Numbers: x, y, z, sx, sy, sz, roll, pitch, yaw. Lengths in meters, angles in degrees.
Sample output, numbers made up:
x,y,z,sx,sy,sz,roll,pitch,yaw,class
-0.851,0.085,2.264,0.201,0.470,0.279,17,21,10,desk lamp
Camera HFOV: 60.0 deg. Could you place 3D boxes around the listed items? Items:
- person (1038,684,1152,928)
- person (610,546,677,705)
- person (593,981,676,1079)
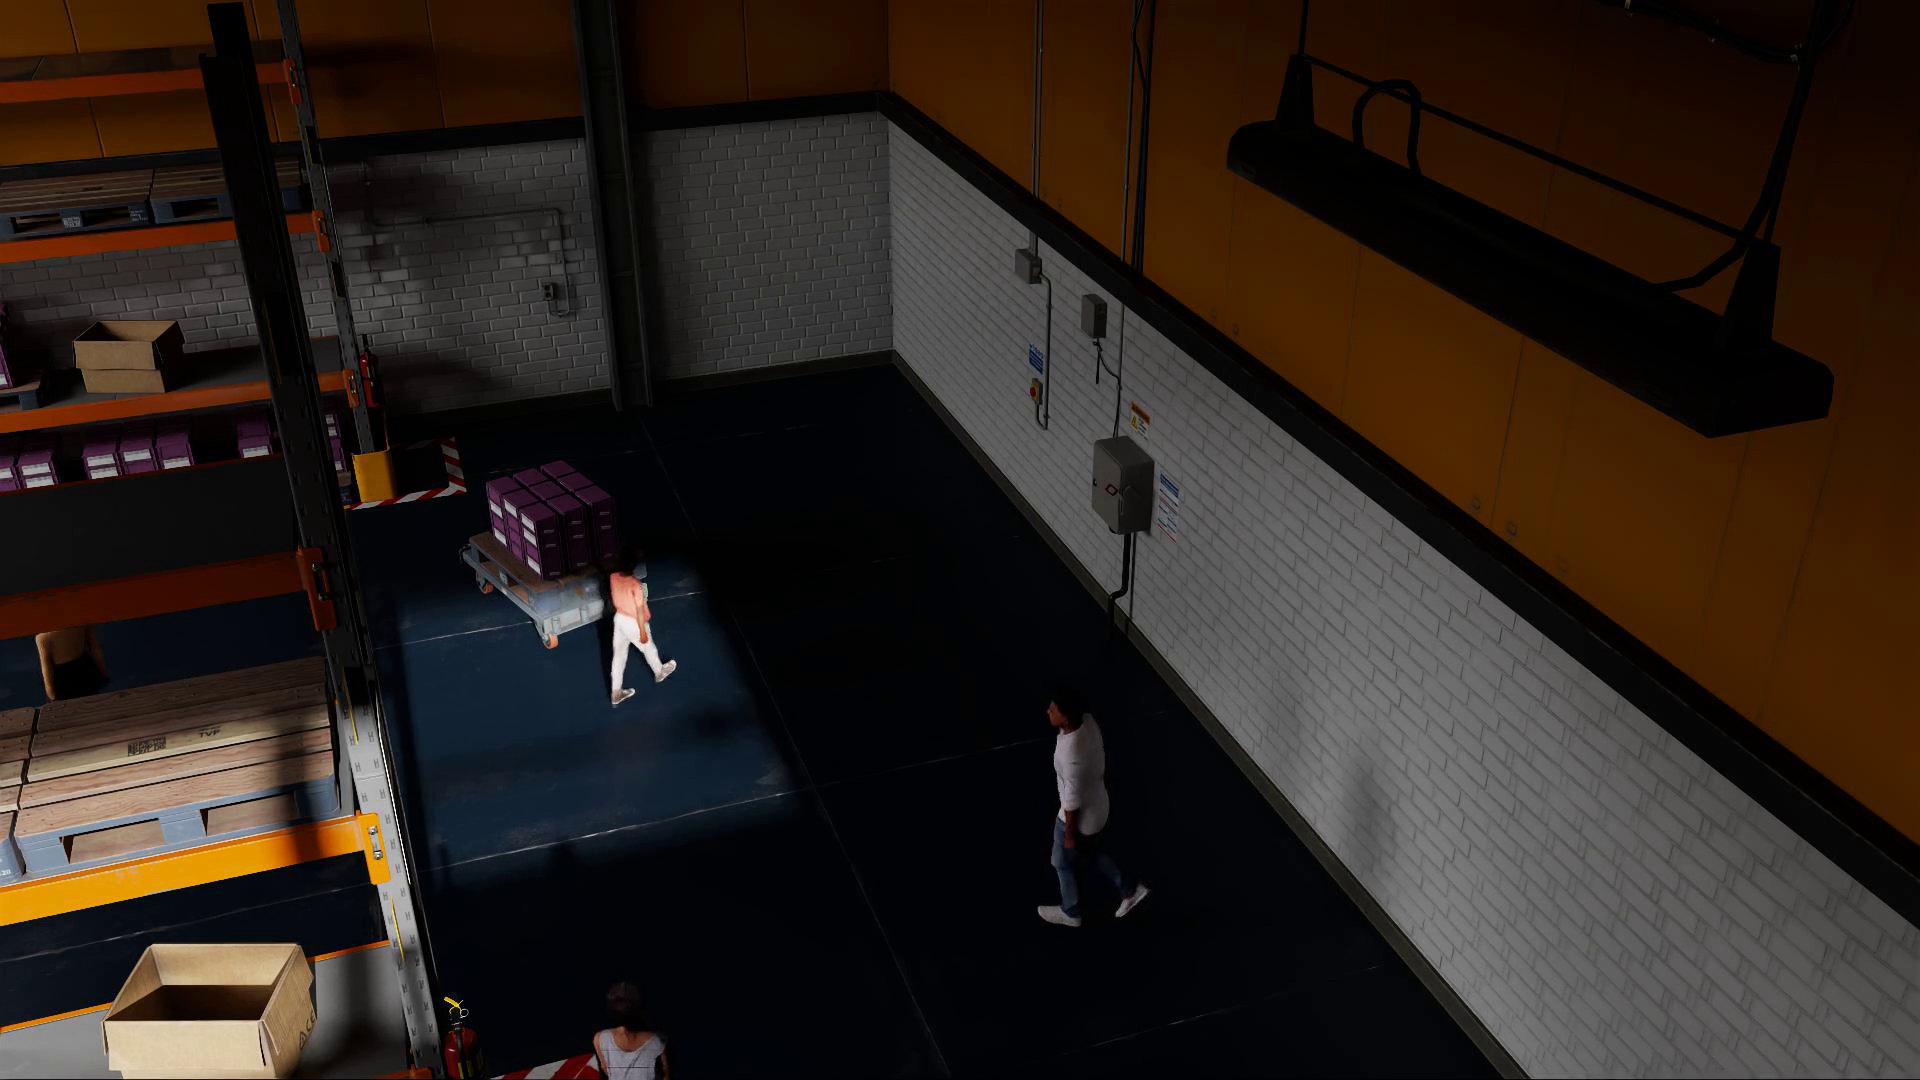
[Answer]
x,y,z,sx,sy,sz,roll,pitch,yaw,class
0.830,1.671,10.215,1.068,1.778,0.977,8,30,14,person
-2.540,0.661,12.587,0.819,1.279,0.940,17,33,29,person
-1.605,2.898,8.184,1.125,1.568,0.912,2,29,3,person
